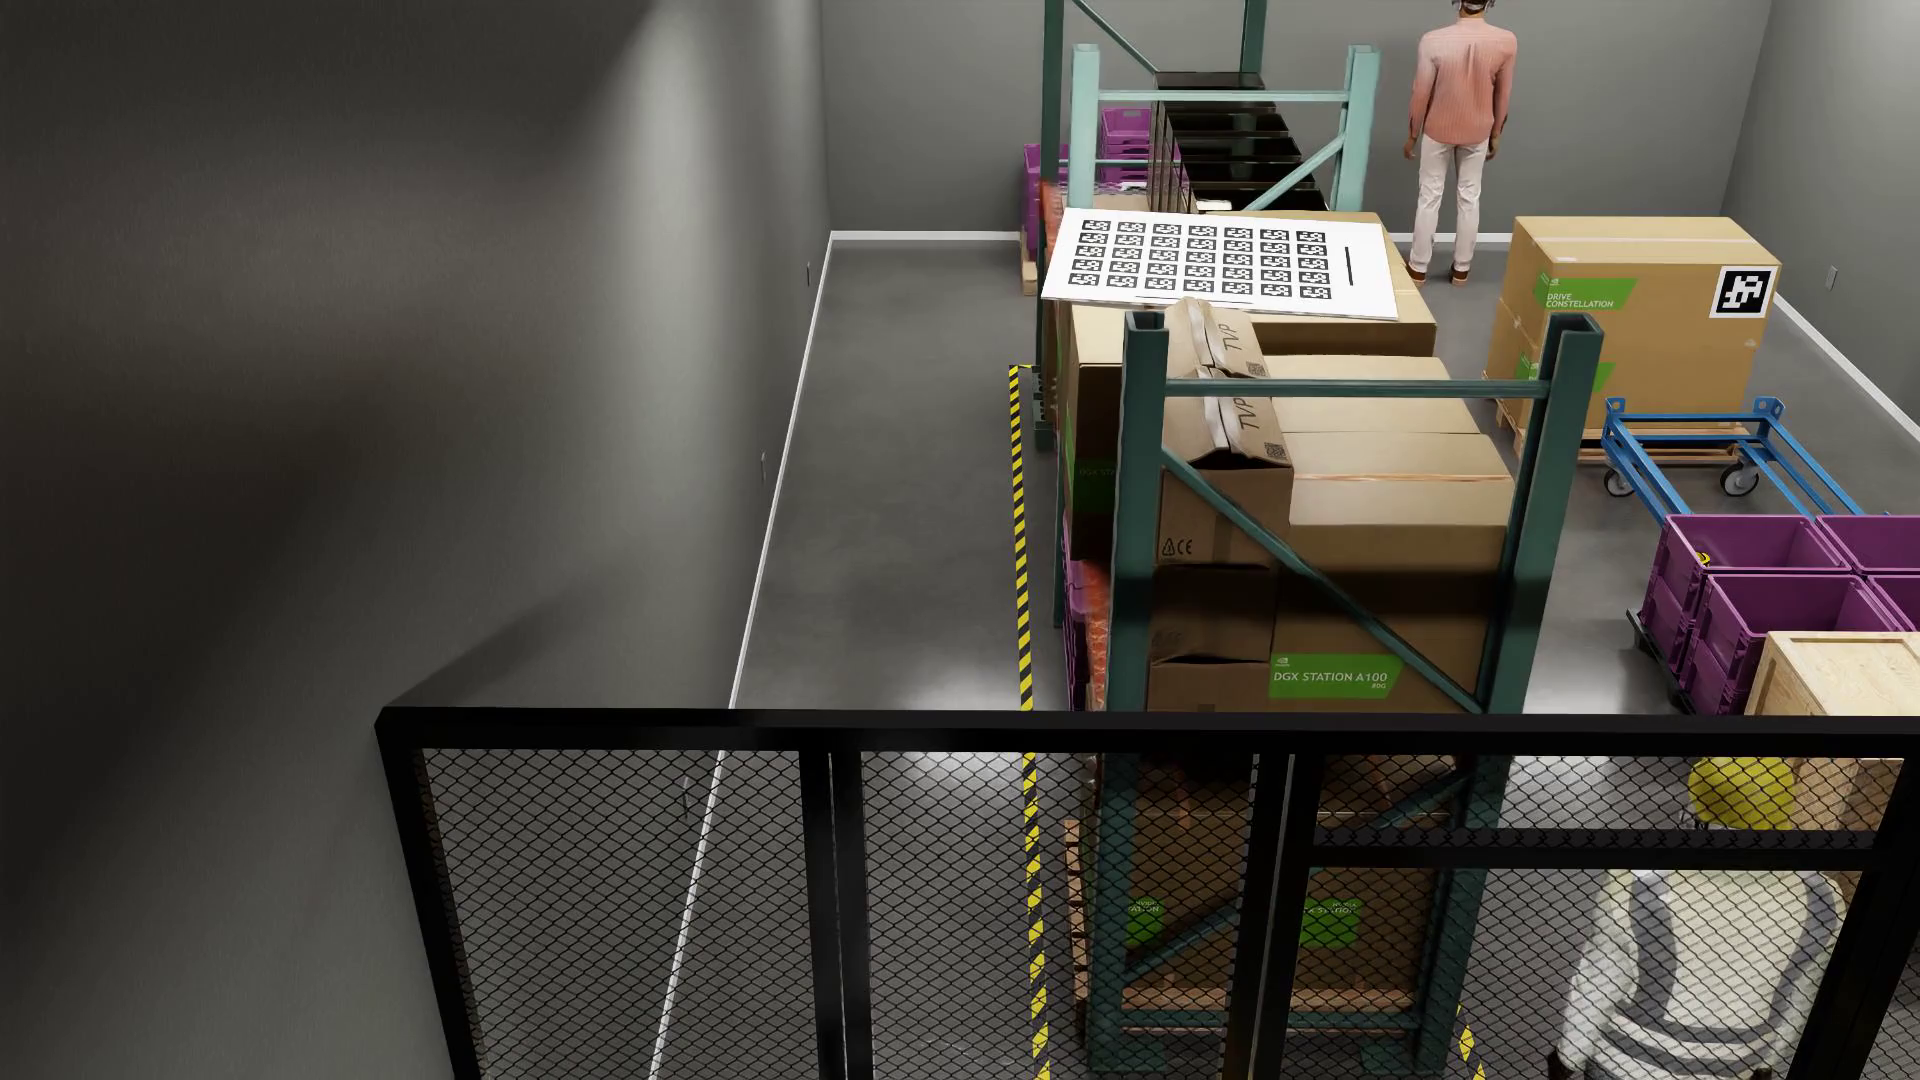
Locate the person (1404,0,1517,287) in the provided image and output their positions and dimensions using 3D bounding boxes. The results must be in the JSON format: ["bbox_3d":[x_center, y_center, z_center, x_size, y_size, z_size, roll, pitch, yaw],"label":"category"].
[{"bbox_3d":[3.098,-2.567,10.424,0.613,1.995,0.390,2,31,3],"label":"person"}]

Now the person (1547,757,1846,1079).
[{"bbox_3d":[1.802,1.261,4.221,0.591,1.834,0.404,2,31,3],"label":"person"}]
